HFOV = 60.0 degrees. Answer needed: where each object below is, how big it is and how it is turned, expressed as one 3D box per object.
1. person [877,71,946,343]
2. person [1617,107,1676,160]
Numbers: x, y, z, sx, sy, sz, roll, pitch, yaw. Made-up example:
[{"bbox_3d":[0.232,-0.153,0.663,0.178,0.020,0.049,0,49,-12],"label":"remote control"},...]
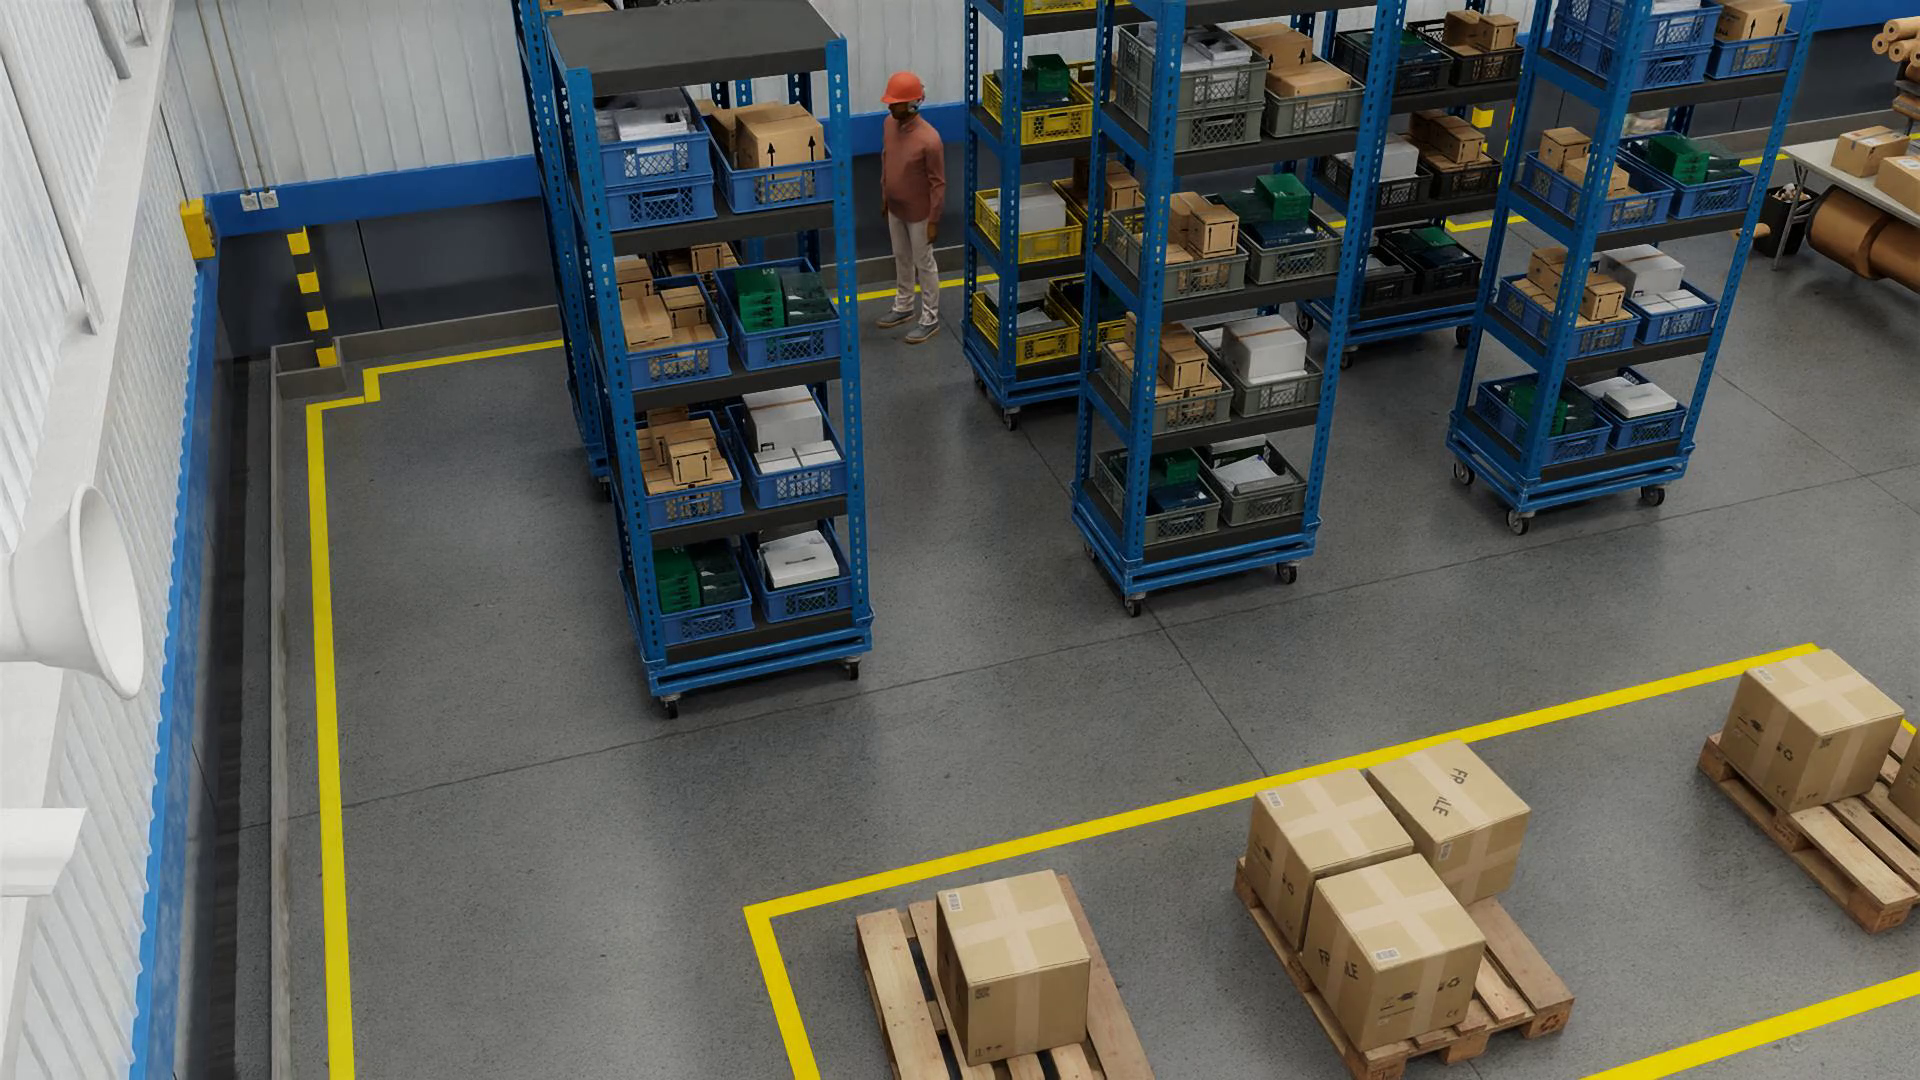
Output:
[{"bbox_3d":[-0.368,-2.382,11.924,0.390,1.992,0.624,-26,43,-32],"label":"person"},{"bbox_3d":[5.540,-3.290,13.524,0.527,1.633,0.316,-16,38,-21],"label":"person"}]
